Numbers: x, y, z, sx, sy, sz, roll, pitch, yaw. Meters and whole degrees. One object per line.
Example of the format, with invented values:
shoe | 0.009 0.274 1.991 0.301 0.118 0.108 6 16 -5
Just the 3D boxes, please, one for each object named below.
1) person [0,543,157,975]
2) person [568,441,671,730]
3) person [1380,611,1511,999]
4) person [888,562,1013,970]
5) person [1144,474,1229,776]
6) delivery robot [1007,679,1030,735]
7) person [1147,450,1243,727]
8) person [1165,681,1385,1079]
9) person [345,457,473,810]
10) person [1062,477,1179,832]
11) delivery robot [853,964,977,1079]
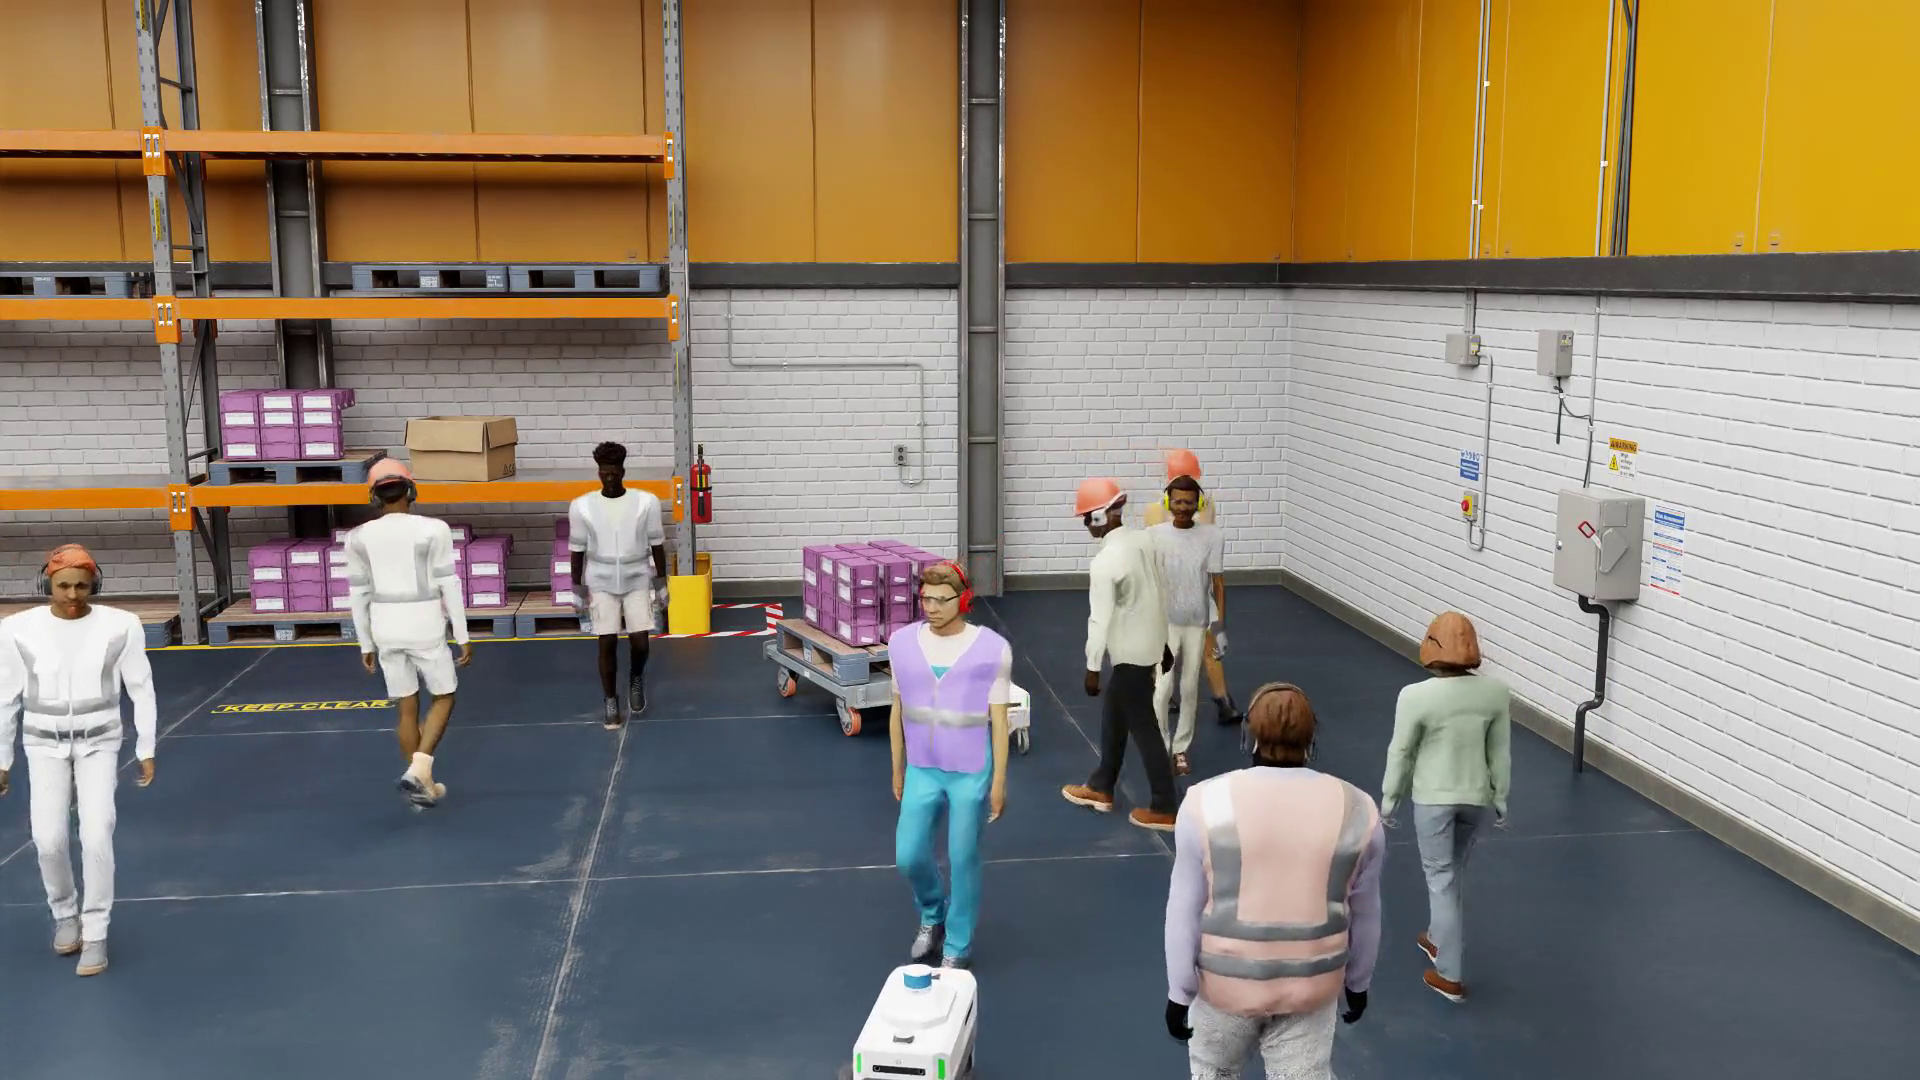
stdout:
person | -3.887 0.936 7.304 0.672 1.871 0.590 -4 10 -24
person | -2.258 0.299 11.056 0.675 1.941 0.483 -2 9 -11
person | 2.030 1.090 7.121 0.523 1.608 0.670 -2 9 -14
person | -0.050 0.990 7.110 0.562 1.830 0.443 3 10 18
person | 1.343 0.532 9.936 0.512 1.844 0.595 1 9 4
delivery robot | 0.175 1.008 10.664 0.477 0.478 0.707 -3 10 -21
person | 1.538 0.318 11.184 0.576 1.861 0.970 -4 10 -25
person | 0.936 1.317 5.076 0.664 1.821 0.608 0 9 -1
person | -3.082 0.550 9.313 0.698 2.001 0.620 1 9 3
person | 0.838 0.620 9.096 0.889 1.927 0.665 5 10 26
delivery robot | -0.150 1.763 5.951 0.477 0.478 0.707 2 9 9
